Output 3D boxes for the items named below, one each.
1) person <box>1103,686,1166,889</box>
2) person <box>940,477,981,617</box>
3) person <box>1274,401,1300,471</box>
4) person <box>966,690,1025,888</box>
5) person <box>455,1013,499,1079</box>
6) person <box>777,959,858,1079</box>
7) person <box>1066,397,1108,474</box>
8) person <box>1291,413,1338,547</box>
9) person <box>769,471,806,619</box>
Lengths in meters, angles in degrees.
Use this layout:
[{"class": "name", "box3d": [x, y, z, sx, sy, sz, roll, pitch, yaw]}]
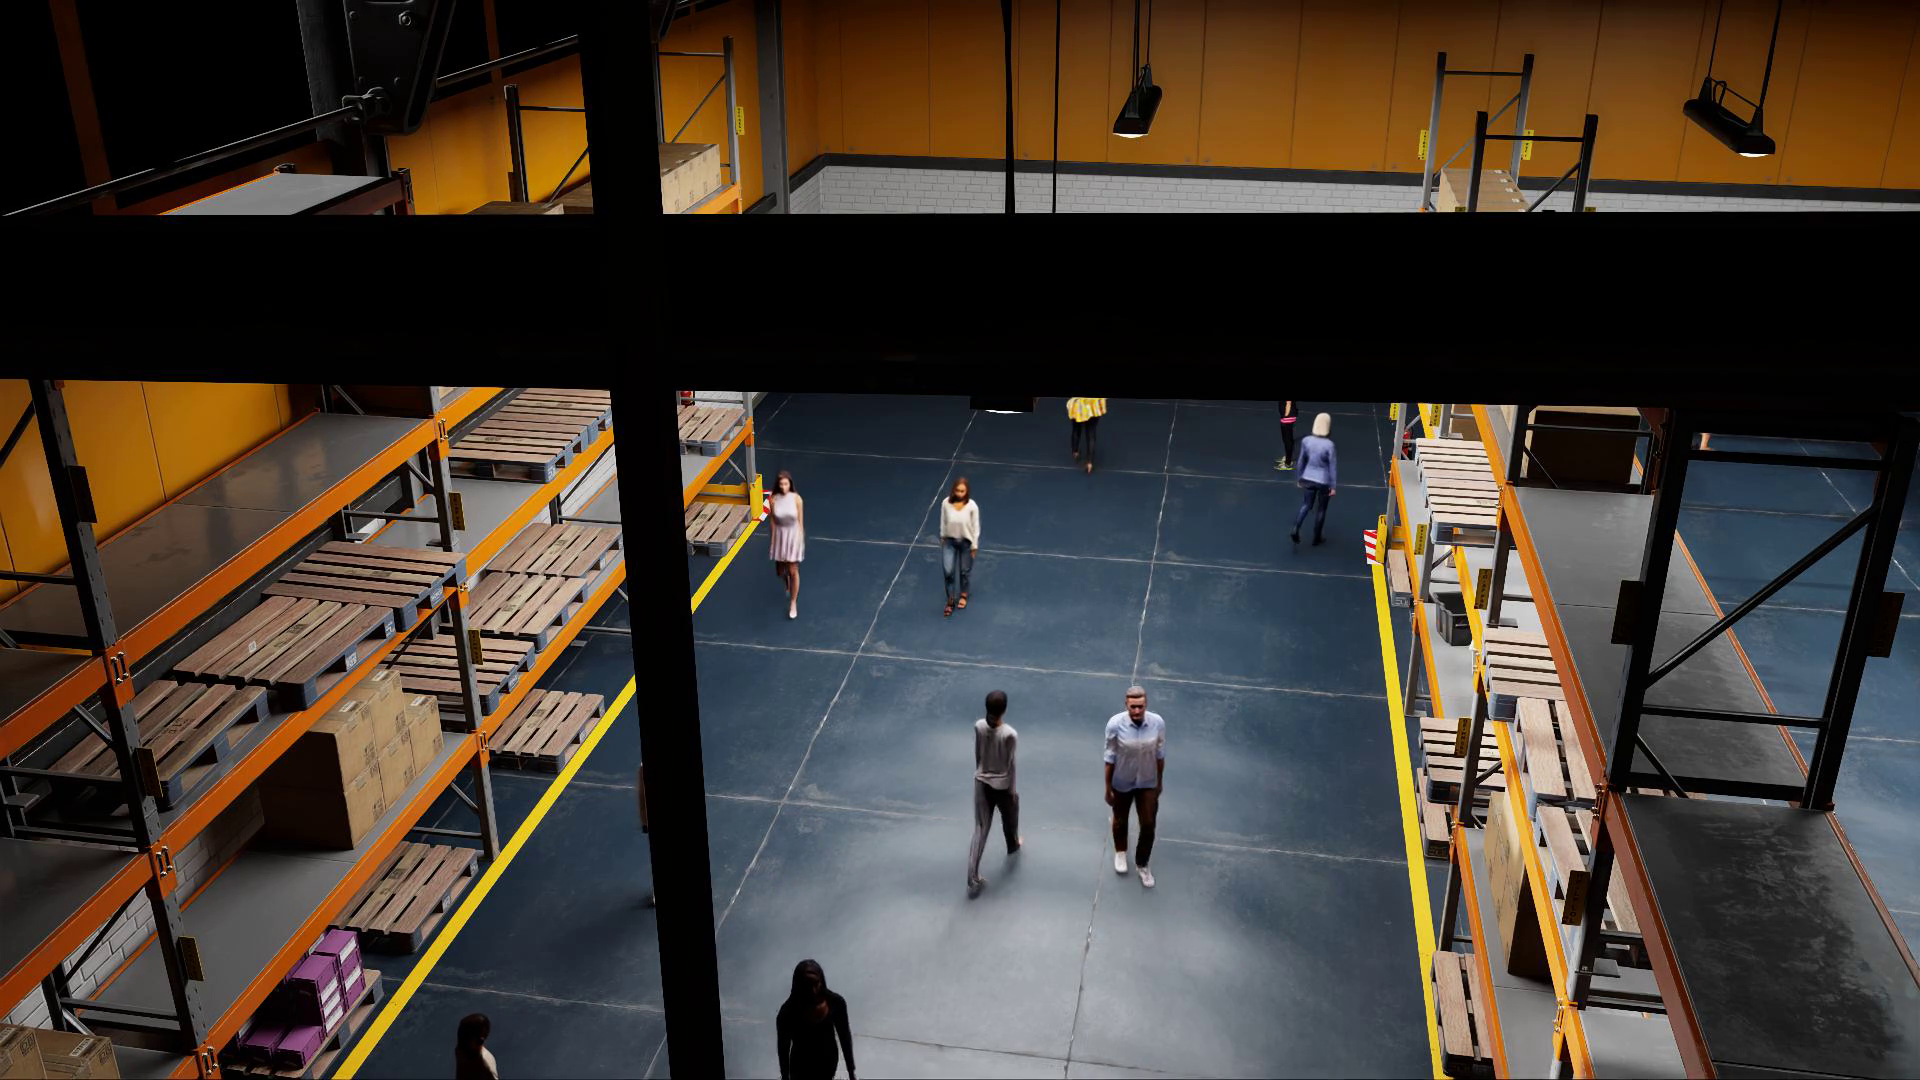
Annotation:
[{"class": "person", "box3d": [1.456, 1.997, 14.110, 0.799, 1.808, 0.860, -2, 24, -4]}, {"class": "person", "box3d": [0.007, 0.016, 18.832, 0.639, 1.657, 0.721, 5, 24, 12]}, {"class": "person", "box3d": [4.550, -1.750, 23.001, 0.603, 1.552, 0.451, 6, 24, 13]}, {"class": "person", "box3d": [0.246, 2.109, 13.955, 0.861, 1.727, 1.202, 13, 27, 27]}, {"class": "person", "box3d": [-3.068, 3.662, 10.731, 0.625, 1.464, 0.637, 17, 29, 33]}, {"class": "person", "box3d": [-0.987, 3.447, 10.954, 1.026, 1.679, 1.177, -11, 26, -24]}, {"class": "person", "box3d": [1.743, -1.710, 22.830, 0.867, 1.616, 1.084, -2, 24, -5]}, {"class": "person", "box3d": [4.346, -0.704, 20.384, 0.889, 1.733, 0.979, 20, 31, 39]}, {"class": "person", "box3d": [-1.917, 0.012, 18.714, 0.600, 1.757, 0.820, 1, 24, 2]}]
